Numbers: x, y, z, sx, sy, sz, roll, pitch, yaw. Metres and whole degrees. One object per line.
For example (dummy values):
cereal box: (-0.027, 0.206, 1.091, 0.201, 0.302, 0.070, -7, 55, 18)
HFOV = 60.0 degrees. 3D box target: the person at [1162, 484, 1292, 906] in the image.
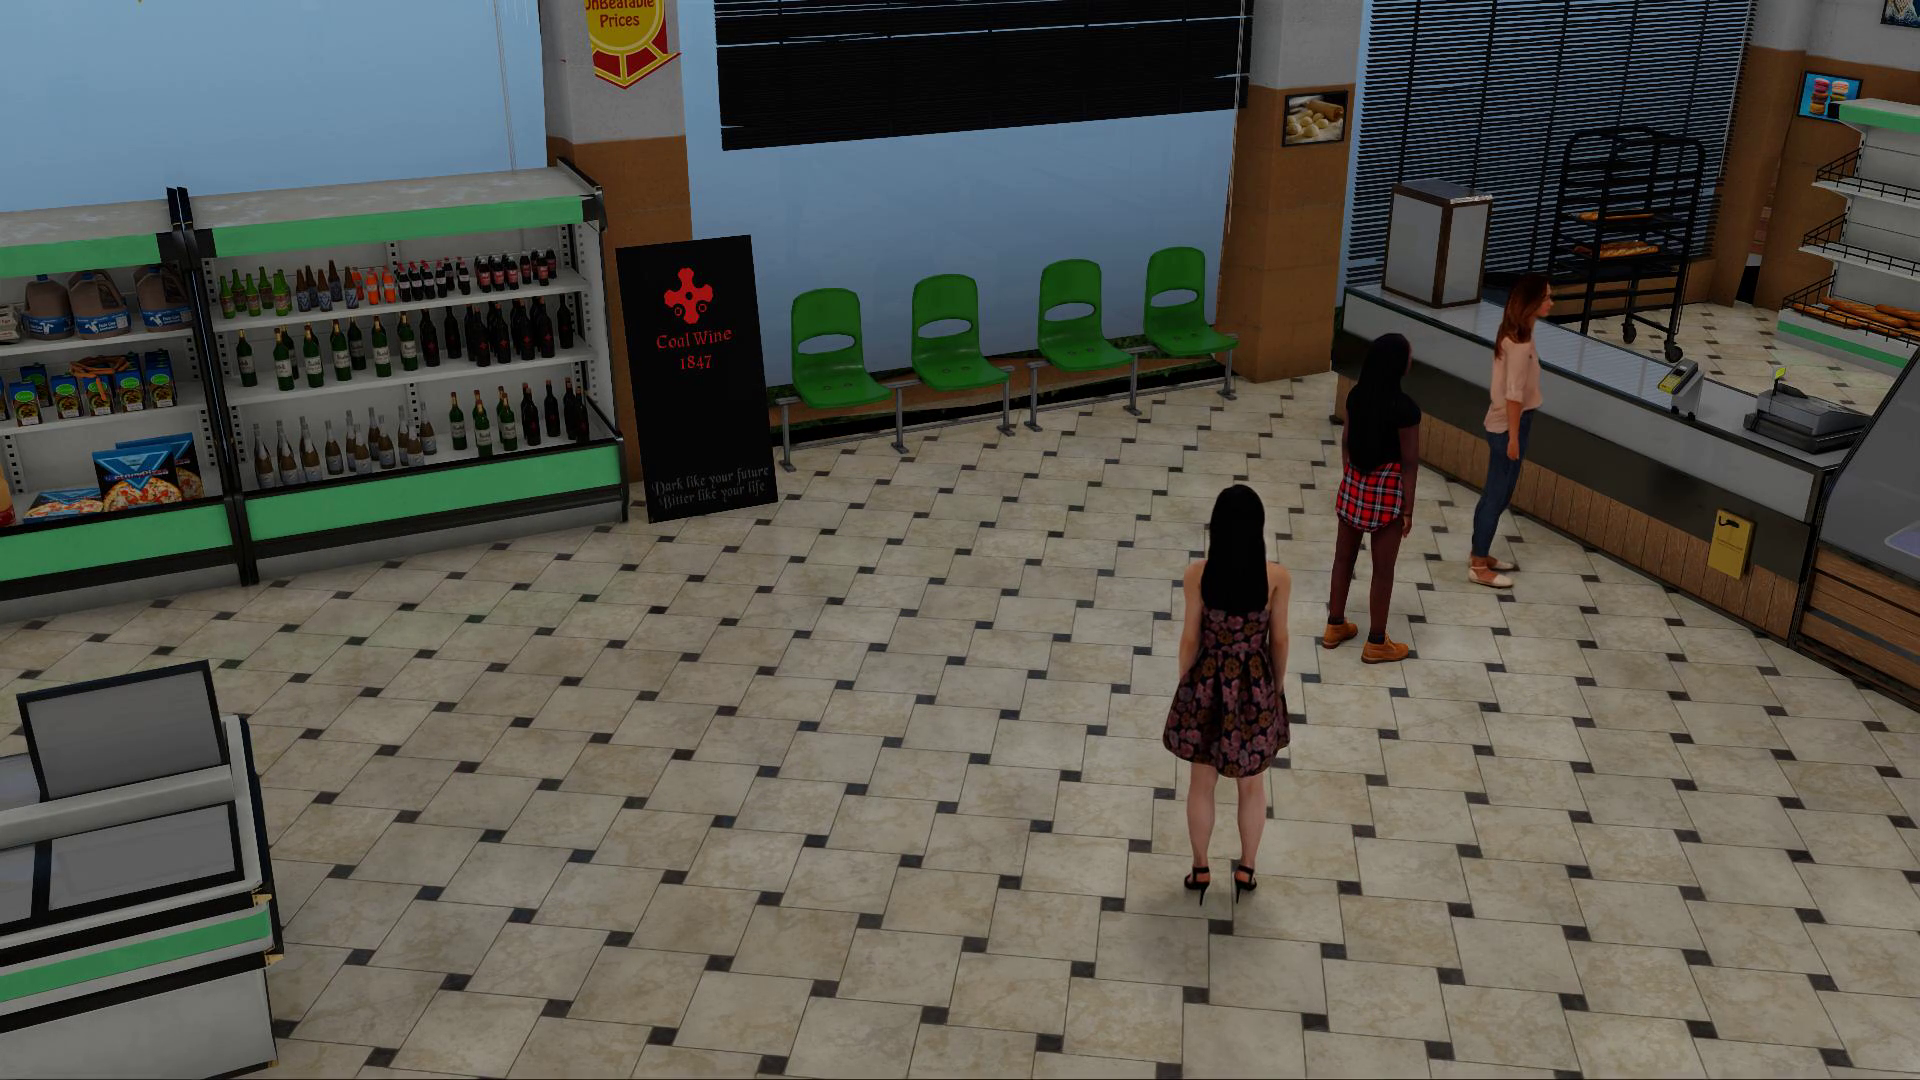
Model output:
person: (1.050, 0.619, 6.498, 0.763, 1.774, 0.848, 1, 24, 3)

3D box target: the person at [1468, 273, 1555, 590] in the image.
person: (3.061, -0.620, 9.308, 0.717, 1.791, 0.670, 7, 25, 15)

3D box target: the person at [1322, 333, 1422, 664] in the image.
person: (2.108, -0.216, 8.463, 0.667, 1.727, 0.665, -18, 29, -35)
